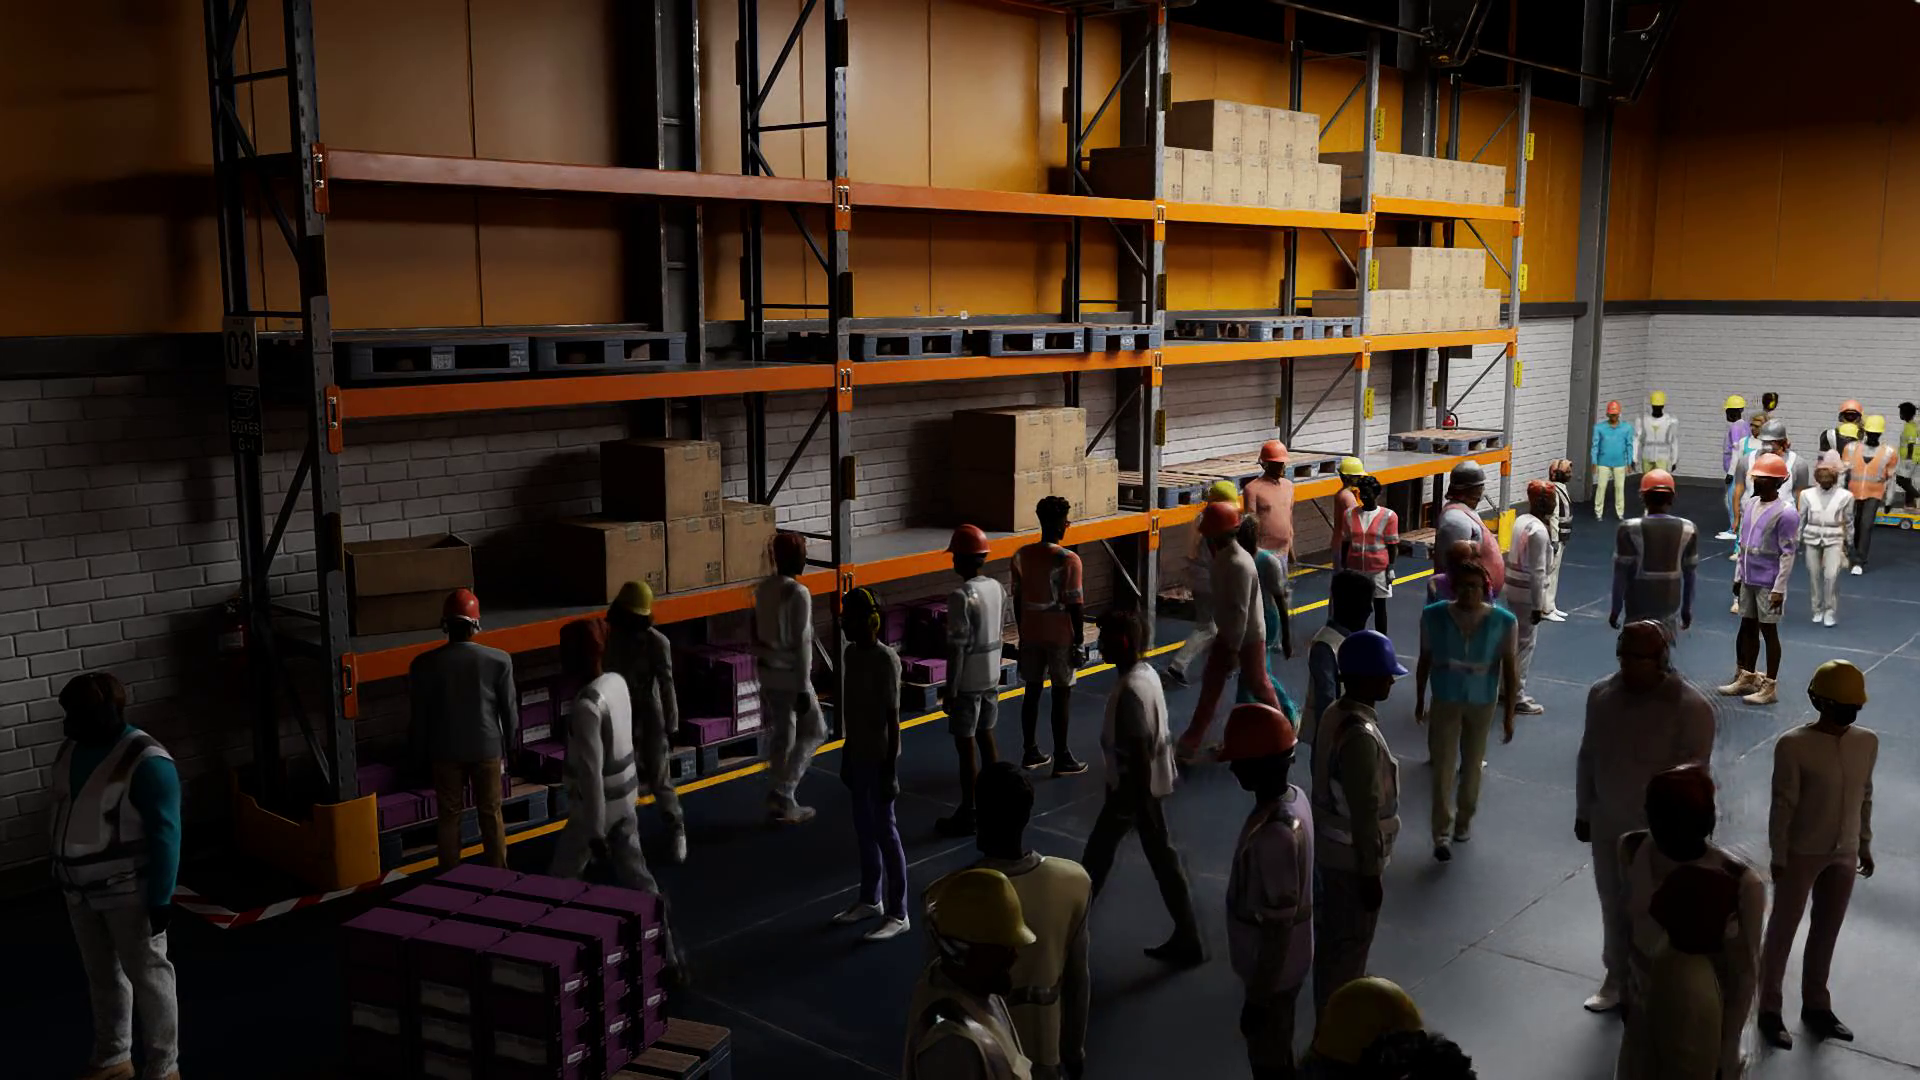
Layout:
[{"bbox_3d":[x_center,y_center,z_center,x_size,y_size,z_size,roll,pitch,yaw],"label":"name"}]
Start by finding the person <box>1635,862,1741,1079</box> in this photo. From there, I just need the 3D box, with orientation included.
[{"bbox_3d":[2.281,1.801,5.283,0.267,1.630,0.510,4,10,26],"label":"person"}]

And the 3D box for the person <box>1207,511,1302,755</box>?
[{"bbox_3d":[2.222,0.660,12.169,0.920,1.799,0.532,-5,10,-31],"label":"person"}]

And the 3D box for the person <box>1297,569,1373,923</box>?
[{"bbox_3d":[2.019,1.096,8.910,0.392,1.917,0.588,4,10,26],"label":"person"}]

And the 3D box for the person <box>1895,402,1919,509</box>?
[{"bbox_3d":[13.881,-1.173,24.310,0.444,1.670,0.563,5,10,31],"label":"person"}]

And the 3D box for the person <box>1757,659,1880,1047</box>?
[{"bbox_3d":[3.874,1.395,7.461,0.532,1.767,0.328,-2,9,-12],"label":"person"}]

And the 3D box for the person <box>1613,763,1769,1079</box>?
[{"bbox_3d":[2.443,1.638,5.685,0.995,1.822,0.586,-6,11,-34],"label":"person"}]

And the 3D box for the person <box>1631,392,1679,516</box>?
[{"bbox_3d":[9.962,-1.194,23.859,0.592,1.871,1.019,5,10,27],"label":"person"}]

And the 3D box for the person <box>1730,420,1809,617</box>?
[{"bbox_3d":[8.263,-0.224,17.024,0.687,2.000,0.535,5,10,31],"label":"person"}]

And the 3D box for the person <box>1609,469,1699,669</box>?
[{"bbox_3d":[5.215,0.478,12.534,0.612,2.034,0.485,0,9,3],"label":"person"}]

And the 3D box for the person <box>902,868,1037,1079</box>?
[{"bbox_3d":[0.034,1.799,4.651,0.404,1.828,0.600,0,9,1],"label":"person"}]

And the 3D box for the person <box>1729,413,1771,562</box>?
[{"bbox_3d":[9.706,-0.628,20.267,0.506,1.843,0.351,8,12,42],"label":"person"}]

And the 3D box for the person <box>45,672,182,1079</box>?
[{"bbox_3d":[-3.513,1.446,6.891,0.634,1.841,0.429,4,10,25],"label":"person"}]

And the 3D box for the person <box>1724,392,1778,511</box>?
[{"bbox_3d":[11.623,-1.260,24.377,0.736,1.839,0.563,-2,9,-14],"label":"person"}]

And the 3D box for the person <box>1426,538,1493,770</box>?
[{"bbox_3d":[3.506,0.802,11.705,0.518,1.637,0.309,8,12,43],"label":"person"}]

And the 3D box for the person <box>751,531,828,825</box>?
[{"bbox_3d":[-1.079,0.874,10.493,0.405,1.866,0.602,-7,11,-39],"label":"person"}]

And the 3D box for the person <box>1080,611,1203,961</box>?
[{"bbox_3d":[0.789,1.243,8.374,0.976,1.781,0.580,2,9,14],"label":"person"}]

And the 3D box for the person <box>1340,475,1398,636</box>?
[{"bbox_3d":[3.693,0.254,15.072,0.536,1.693,0.319,5,10,31],"label":"person"}]

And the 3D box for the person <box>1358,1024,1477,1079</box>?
[{"bbox_3d":[0.892,1.920,3.546,0.656,1.938,0.519,-8,12,-42],"label":"person"}]

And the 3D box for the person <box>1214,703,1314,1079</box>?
[{"bbox_3d":[1.094,1.534,6.048,0.373,1.928,0.543,2,9,14],"label":"person"}]

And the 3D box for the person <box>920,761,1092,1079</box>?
[{"bbox_3d":[0.145,1.651,5.321,0.599,1.917,0.377,-4,10,-25],"label":"person"}]

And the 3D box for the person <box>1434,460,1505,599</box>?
[{"bbox_3d":[4.000,0.386,13.088,0.539,2.000,0.689,2,9,13],"label":"person"}]

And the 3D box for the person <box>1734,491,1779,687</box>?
[{"bbox_3d":[6.794,0.392,14.157,0.318,1.697,0.533,3,9,17],"label":"person"}]

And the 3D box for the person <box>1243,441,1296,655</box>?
[{"bbox_3d":[2.829,0.086,15.167,0.622,1.993,0.382,-6,11,-36],"label":"person"}]

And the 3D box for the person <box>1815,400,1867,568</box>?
[{"bbox_3d":[10.591,-0.666,19.937,0.611,2.028,0.407,3,9,20],"label":"person"}]

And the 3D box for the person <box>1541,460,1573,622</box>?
[{"bbox_3d":[6.045,-0.001,16.872,0.308,1.640,0.511,4,10,26],"label":"person"}]

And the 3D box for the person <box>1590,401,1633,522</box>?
[{"bbox_3d":[9.327,-1.126,23.801,0.574,1.742,0.351,2,9,12],"label":"person"}]

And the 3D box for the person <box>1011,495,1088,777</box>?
[{"bbox_3d":[0.628,0.662,11.551,0.607,1.966,0.367,8,12,41],"label":"person"}]

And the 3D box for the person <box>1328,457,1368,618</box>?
[{"bbox_3d":[3.707,0.089,15.885,0.314,1.767,0.534,0,9,2],"label":"person"}]

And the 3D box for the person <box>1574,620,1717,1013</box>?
[{"bbox_3d":[3.113,1.294,7.706,0.433,1.886,0.670,-6,10,-32],"label":"person"}]

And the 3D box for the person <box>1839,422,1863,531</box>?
[{"bbox_3d":[12.035,-0.907,22.442,0.513,1.722,0.560,-3,9,-16],"label":"person"}]

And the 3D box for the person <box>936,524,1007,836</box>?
[{"bbox_3d":[0.063,0.865,10.374,0.381,1.934,0.546,6,10,32],"label":"person"}]

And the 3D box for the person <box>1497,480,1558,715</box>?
[{"bbox_3d":[4.511,0.454,13.213,0.368,1.875,0.575,0,9,3],"label":"person"}]

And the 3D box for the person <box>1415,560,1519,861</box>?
[{"bbox_3d":[3.003,1.006,9.880,0.577,1.784,0.997,2,9,15],"label":"person"}]

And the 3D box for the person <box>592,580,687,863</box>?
[{"bbox_3d":[-1.924,1.060,9.792,0.635,1.725,0.459,4,10,26],"label":"person"}]

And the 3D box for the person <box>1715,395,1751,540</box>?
[{"bbox_3d":[10.295,-0.963,22.152,0.382,1.924,0.594,6,11,33],"label":"person"}]

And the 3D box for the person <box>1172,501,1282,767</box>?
[{"bbox_3d":[1.890,0.672,11.654,1.036,1.911,0.612,-2,9,-15],"label":"person"}]

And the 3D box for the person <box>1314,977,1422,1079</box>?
[{"bbox_3d":[0.880,1.897,3.851,0.592,1.881,0.947,3,9,21],"label":"person"}]

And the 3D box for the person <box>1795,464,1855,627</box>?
[{"bbox_3d":[8.582,0.056,16.562,0.527,1.611,0.640,6,11,35],"label":"person"}]

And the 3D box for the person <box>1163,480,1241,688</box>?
[{"bbox_3d":[2.040,0.370,14.039,0.695,1.779,0.612,0,9,-3],"label":"person"}]

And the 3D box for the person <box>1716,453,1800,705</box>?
[{"bbox_3d":[6.507,0.315,13.525,0.364,2.048,0.608,-2,9,-11],"label":"person"}]

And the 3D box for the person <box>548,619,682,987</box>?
[{"bbox_3d":[-1.804,1.278,8.005,0.948,1.837,0.588,2,9,12],"label":"person"}]

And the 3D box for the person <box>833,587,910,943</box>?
[{"bbox_3d":[-0.472,1.159,8.704,0.328,1.861,0.506,-6,11,-34],"label":"person"}]

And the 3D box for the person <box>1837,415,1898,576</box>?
[{"bbox_3d":[10.738,-0.557,19.687,0.594,1.886,0.953,7,11,39],"label":"person"}]

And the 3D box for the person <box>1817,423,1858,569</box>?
[{"bbox_3d":[10.465,-0.524,19.907,0.610,1.753,0.391,-5,10,-29],"label":"person"}]

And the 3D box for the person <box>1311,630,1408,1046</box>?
[{"bbox_3d":[1.709,1.345,7.199,0.385,1.948,0.605,0,9,1],"label":"person"}]

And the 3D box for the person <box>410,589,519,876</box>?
[{"bbox_3d":[-2.725,1.135,9.175,0.573,1.749,0.332,-3,9,-16],"label":"person"}]
